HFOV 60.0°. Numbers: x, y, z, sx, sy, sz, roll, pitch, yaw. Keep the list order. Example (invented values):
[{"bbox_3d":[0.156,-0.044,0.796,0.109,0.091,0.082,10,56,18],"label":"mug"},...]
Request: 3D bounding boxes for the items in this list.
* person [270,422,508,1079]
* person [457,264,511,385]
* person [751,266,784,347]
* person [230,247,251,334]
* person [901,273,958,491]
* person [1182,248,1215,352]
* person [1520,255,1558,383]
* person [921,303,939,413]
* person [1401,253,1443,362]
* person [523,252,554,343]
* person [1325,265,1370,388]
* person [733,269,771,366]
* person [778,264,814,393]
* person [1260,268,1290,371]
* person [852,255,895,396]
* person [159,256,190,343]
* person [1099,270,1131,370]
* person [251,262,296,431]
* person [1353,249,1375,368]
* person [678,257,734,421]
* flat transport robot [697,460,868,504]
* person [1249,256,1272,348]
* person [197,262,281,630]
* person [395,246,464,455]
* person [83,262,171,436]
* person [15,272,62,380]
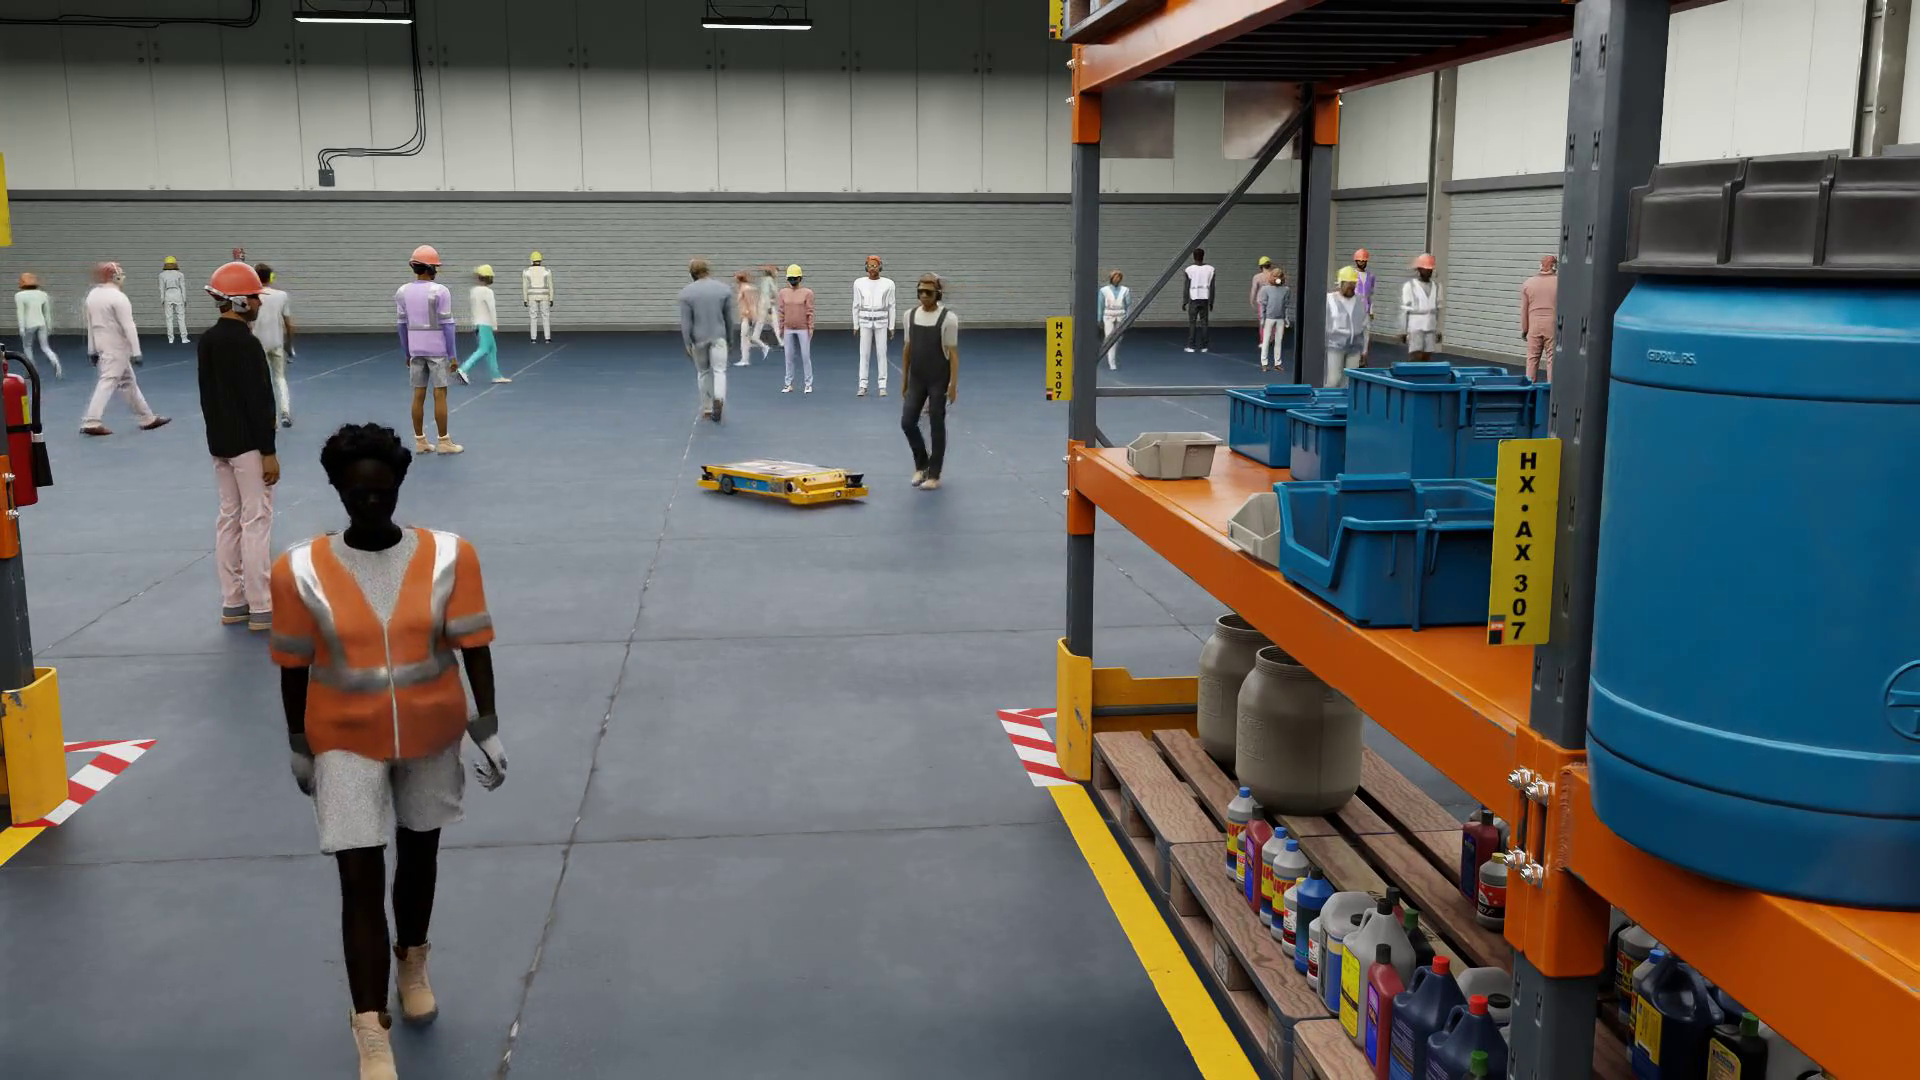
[{"bbox_3d":[-1.437,0.537,4.239,0.546,1.657,0.816,-5,12,-26],"label":"person"},{"bbox_3d":[-6.934,-3.113,24.060,0.794,1.741,0.538,-8,13,-37],"label":"person"},{"bbox_3d":[-3.659,-4.479,31.990,0.912,1.569,0.521,4,11,21],"label":"person"},{"bbox_3d":[-14.730,-5.038,34.145,0.641,1.913,0.407,6,12,31],"label":"person"},{"bbox_3d":[-0.272,-1.318,13.970,0.556,1.829,0.413,4,11,23],"label":"person"},{"bbox_3d":[4.438,-4.434,30.857,0.623,1.909,0.395,-2,11,-13],"label":"person"},{"bbox_3d":[7.608,-2.742,21.593,0.639,1.902,0.407,7,13,35],"label":"person"},{"bbox_3d":[-0.395,-2.331,20.109,0.340,1.620,0.504,-3,11,-14],"label":"person"},{"bbox_3d":[6.002,-2.744,21.561,0.541,1.923,0.392,-3,11,-17],"label":"person"},{"bbox_3d":[-8.457,-4.857,33.366,0.600,1.832,0.404,-3,11,-15],"label":"person"},{"bbox_3d":[4.263,-2.145,18.533,0.613,1.818,0.512,-2,11,-12],"label":"person"},{"bbox_3d":[-3.469,-3.689,27.577,0.567,1.614,0.522,-3,11,-17],"label":"person"},{"bbox_3d":[-2.244,-2.880,22.749,0.521,1.758,0.349,3,11,14],"label":"person"},{"bbox_3d":[5.024,-3.509,26.530,0.511,1.631,0.283,-3,11,-14],"label":"person"},{"bbox_3d":[-1.157,-2.866,22.319,0.572,1.883,0.355,0,10,2],"label":"person"},{"bbox_3d":[-15.857,-4.842,33.549,0.483,1.738,0.313,-2,11,-12],"label":"person"},{"bbox_3d":[2.497,-3.569,26.944,0.522,1.608,0.775,-1,10,-8],"label":"person"},{"bbox_3d":[-7.645,-2.124,18.346,0.546,1.850,0.461,-8,13,-36],"label":"person"},{"bbox_3d":[6.417,-3.698,26.729,0.545,1.938,0.358,-3,11,-16],"label":"person"},{"bbox_3d":[-2.891,-2.288,19.099,0.649,1.911,0.849,-3,11,-14],"label":"person"},{"bbox_3d":[-1.483,-0.500,13.766,1.431,0.197,0.652,10,14,43],"label":"flat transport robot"},{"bbox_3d":[5.845,-4.585,32.065,0.554,1.751,0.489,-2,11,-10],"label":"person"},{"bbox_3d":[-3.901,-0.508,9.084,0.617,1.994,0.381,9,13,39],"label":"person"},{"bbox_3d":[-5.187,-1.844,16.277,0.607,2.044,0.376,3,11,17],"label":"person"},{"bbox_3d":[-9.134,-2.075,18.056,0.663,1.855,1.024,8,13,36],"label":"person"},{"bbox_3d":[-13.732,-3.169,24.733,0.698,1.613,0.507,6,12,29],"label":"person"}]
